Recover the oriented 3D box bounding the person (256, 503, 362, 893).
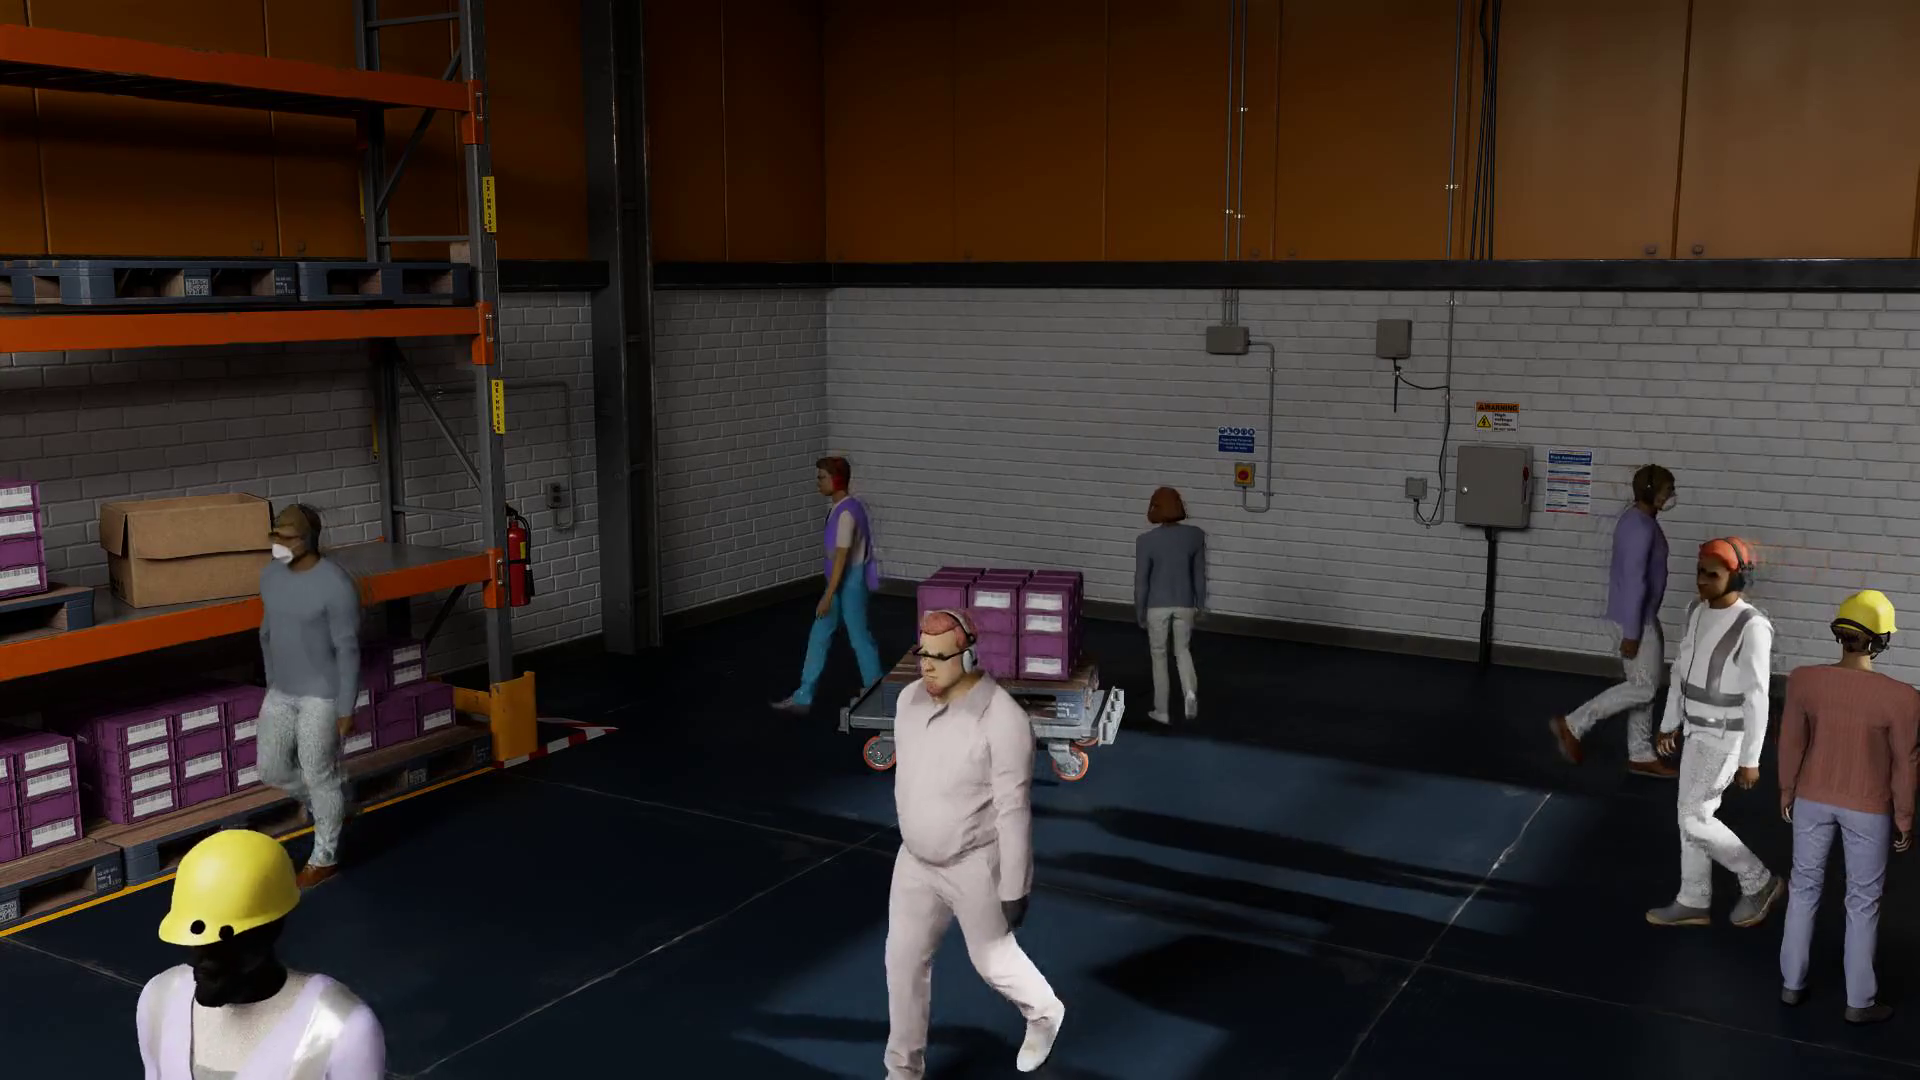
[{"bbox_3d":[-3.193,0.767,8.186,0.659,1.926,0.462,5,10,27],"label":"person"}]

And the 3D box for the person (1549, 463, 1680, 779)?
[{"bbox_3d":[3.989,0.489,9.963,0.671,1.924,0.632,4,10,21],"label":"person"}]

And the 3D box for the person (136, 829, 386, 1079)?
[{"bbox_3d":[-1.465,1.511,3.611,0.596,1.906,0.789,4,10,21],"label":"person"}]

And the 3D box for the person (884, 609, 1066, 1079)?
[{"bbox_3d":[0.033,1.145,6.054,0.646,1.868,0.930,8,12,40],"label":"person"}]

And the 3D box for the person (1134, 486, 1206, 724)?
[{"bbox_3d":[1.413,0.450,11.103,0.522,1.619,0.415,-2,9,-15],"label":"person"}]

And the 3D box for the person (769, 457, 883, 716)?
[{"bbox_3d":[-0.895,0.350,11.185,0.902,1.805,0.572,-2,9,-14],"label":"person"}]

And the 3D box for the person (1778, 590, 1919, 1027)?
[{"bbox_3d":[3.608,1.075,6.767,0.326,1.767,0.533,-8,12,-41],"label":"person"}]

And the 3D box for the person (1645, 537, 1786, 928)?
[{"bbox_3d":[3.465,0.896,7.578,0.490,1.865,0.629,0,9,0],"label":"person"}]
